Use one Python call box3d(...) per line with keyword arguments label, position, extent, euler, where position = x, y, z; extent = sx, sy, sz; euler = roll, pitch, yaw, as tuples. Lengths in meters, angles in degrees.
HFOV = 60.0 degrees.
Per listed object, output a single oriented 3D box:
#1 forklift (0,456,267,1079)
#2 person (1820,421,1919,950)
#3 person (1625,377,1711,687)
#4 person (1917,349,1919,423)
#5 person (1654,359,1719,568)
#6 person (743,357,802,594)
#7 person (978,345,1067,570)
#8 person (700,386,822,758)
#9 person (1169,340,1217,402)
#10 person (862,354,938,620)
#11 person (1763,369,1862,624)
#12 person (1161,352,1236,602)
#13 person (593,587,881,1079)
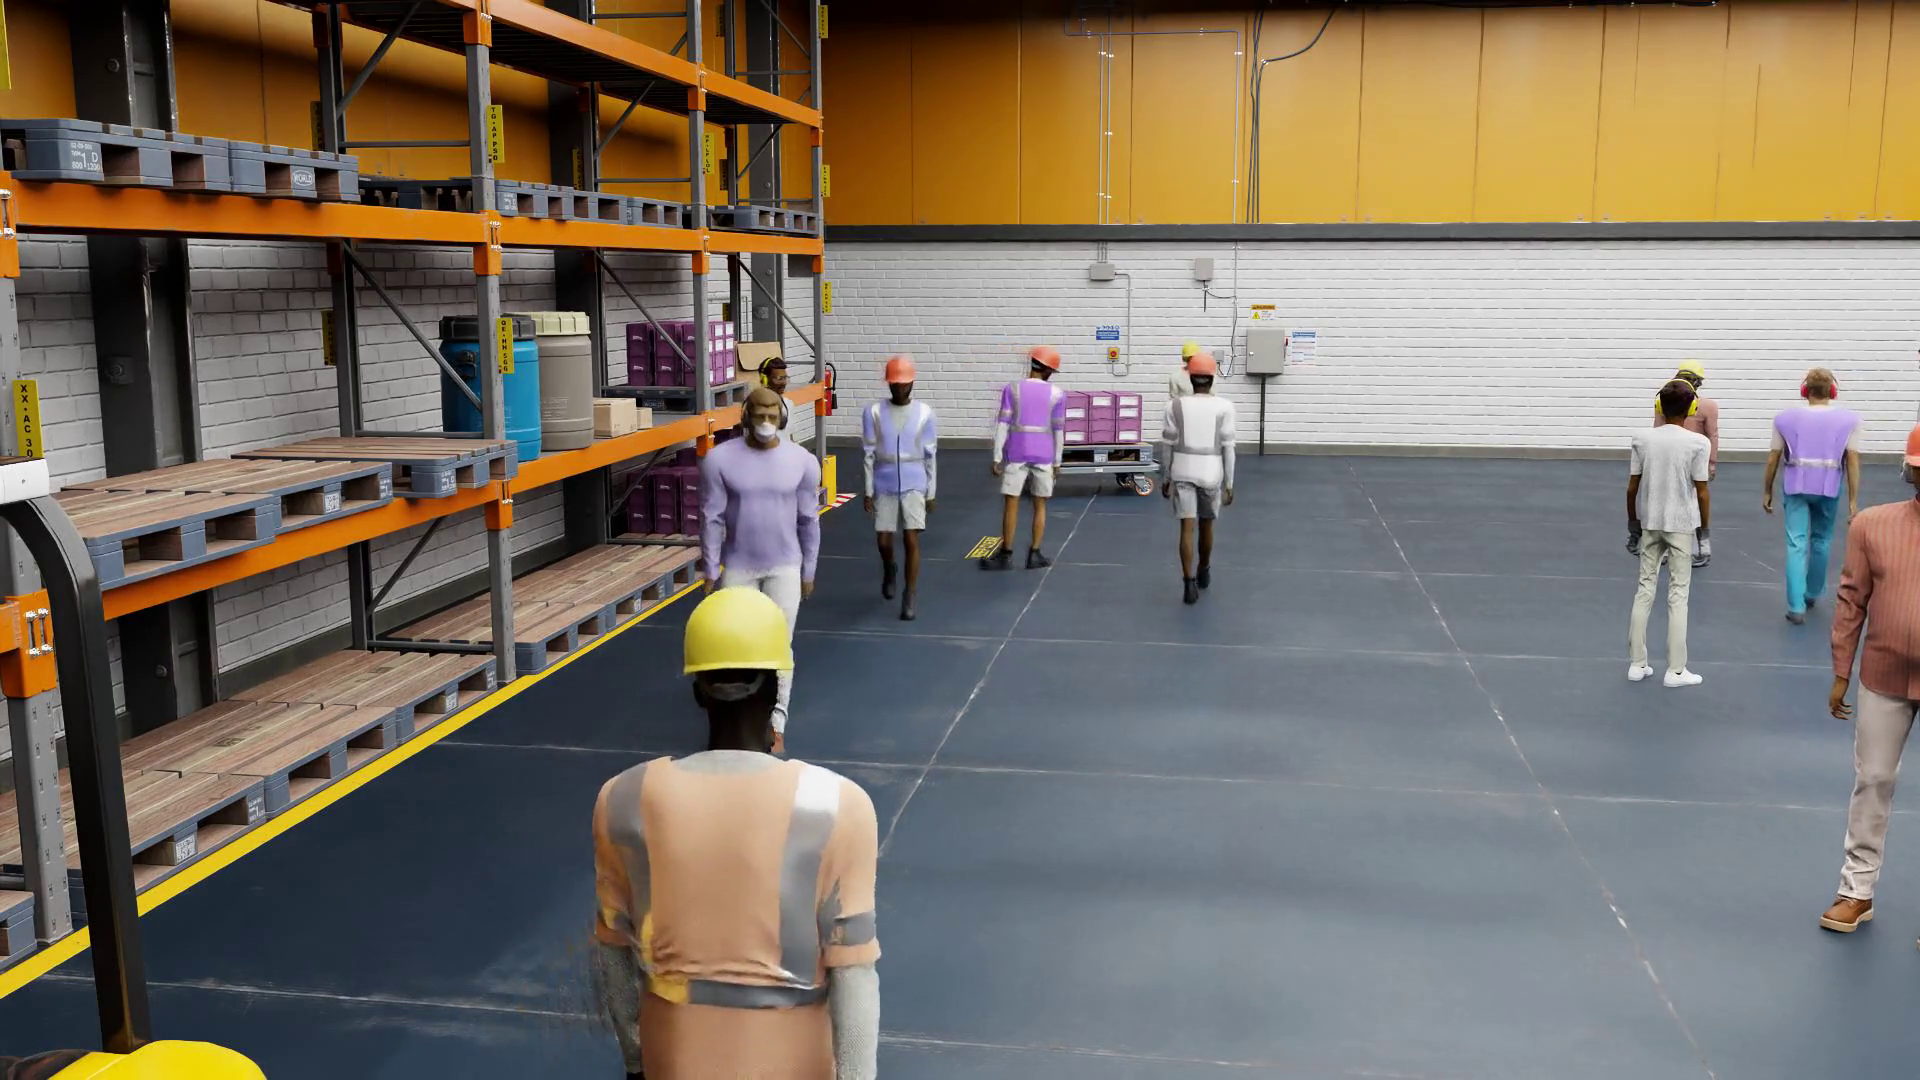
box3d(label="forklift", position=(-2.328, 0.975, 2.765), extent=(2.313, 2.155, 1.214), euler=(1, 9, 9))
box3d(label="person", position=(3.552, 0.524, 6.158), extent=(0.624, 1.992, 0.392), euler=(8, 12, 40))
box3d(label="person", position=(4.295, -0.049, 10.070), extent=(0.321, 1.873, 0.532), euler=(-8, 12, -41))
box3d(label="person", position=(8.624, -0.814, 14.820), extent=(0.329, 1.865, 0.507), euler=(7, 11, 35))
box3d(label="person", position=(6.139, -0.644, 14.094), extent=(0.523, 1.760, 0.325), euler=(7, 11, 36))
box3d(label="person", position=(-1.430, -0.459, 12.655), extent=(0.318, 1.860, 0.511), euler=(8, 12, 41))
box3d(label="person", position=(0.521, -0.689, 13.987), extent=(0.736, 1.884, 0.450), euler=(0, 9, -2))
box3d(label="person", position=(-1.038, 0.140, 8.749), extent=(0.634, 1.923, 0.671), euler=(-1, 9, -6))
box3d(label="person", position=(2.612, -1.388, 18.724), extent=(0.536, 1.741, 0.596), euler=(1, 9, 6))
box3d(label="person", position=(-0.432, -0.398, 12.079), extent=(0.548, 1.918, 0.588), euler=(0, 9, -1))
box3d(label="person", position=(6.162, -0.335, 12.062), extent=(0.594, 1.795, 0.978), euler=(4, 10, 22))
box3d(label="person", position=(1.830, -0.500, 12.820), extent=(0.561, 1.884, 0.980), euler=(1, 9, 9))
box3d(label="person", position=(-0.419, 1.024, 3.429), extent=(0.603, 1.872, 0.959), euler=(2, 9, 9))
